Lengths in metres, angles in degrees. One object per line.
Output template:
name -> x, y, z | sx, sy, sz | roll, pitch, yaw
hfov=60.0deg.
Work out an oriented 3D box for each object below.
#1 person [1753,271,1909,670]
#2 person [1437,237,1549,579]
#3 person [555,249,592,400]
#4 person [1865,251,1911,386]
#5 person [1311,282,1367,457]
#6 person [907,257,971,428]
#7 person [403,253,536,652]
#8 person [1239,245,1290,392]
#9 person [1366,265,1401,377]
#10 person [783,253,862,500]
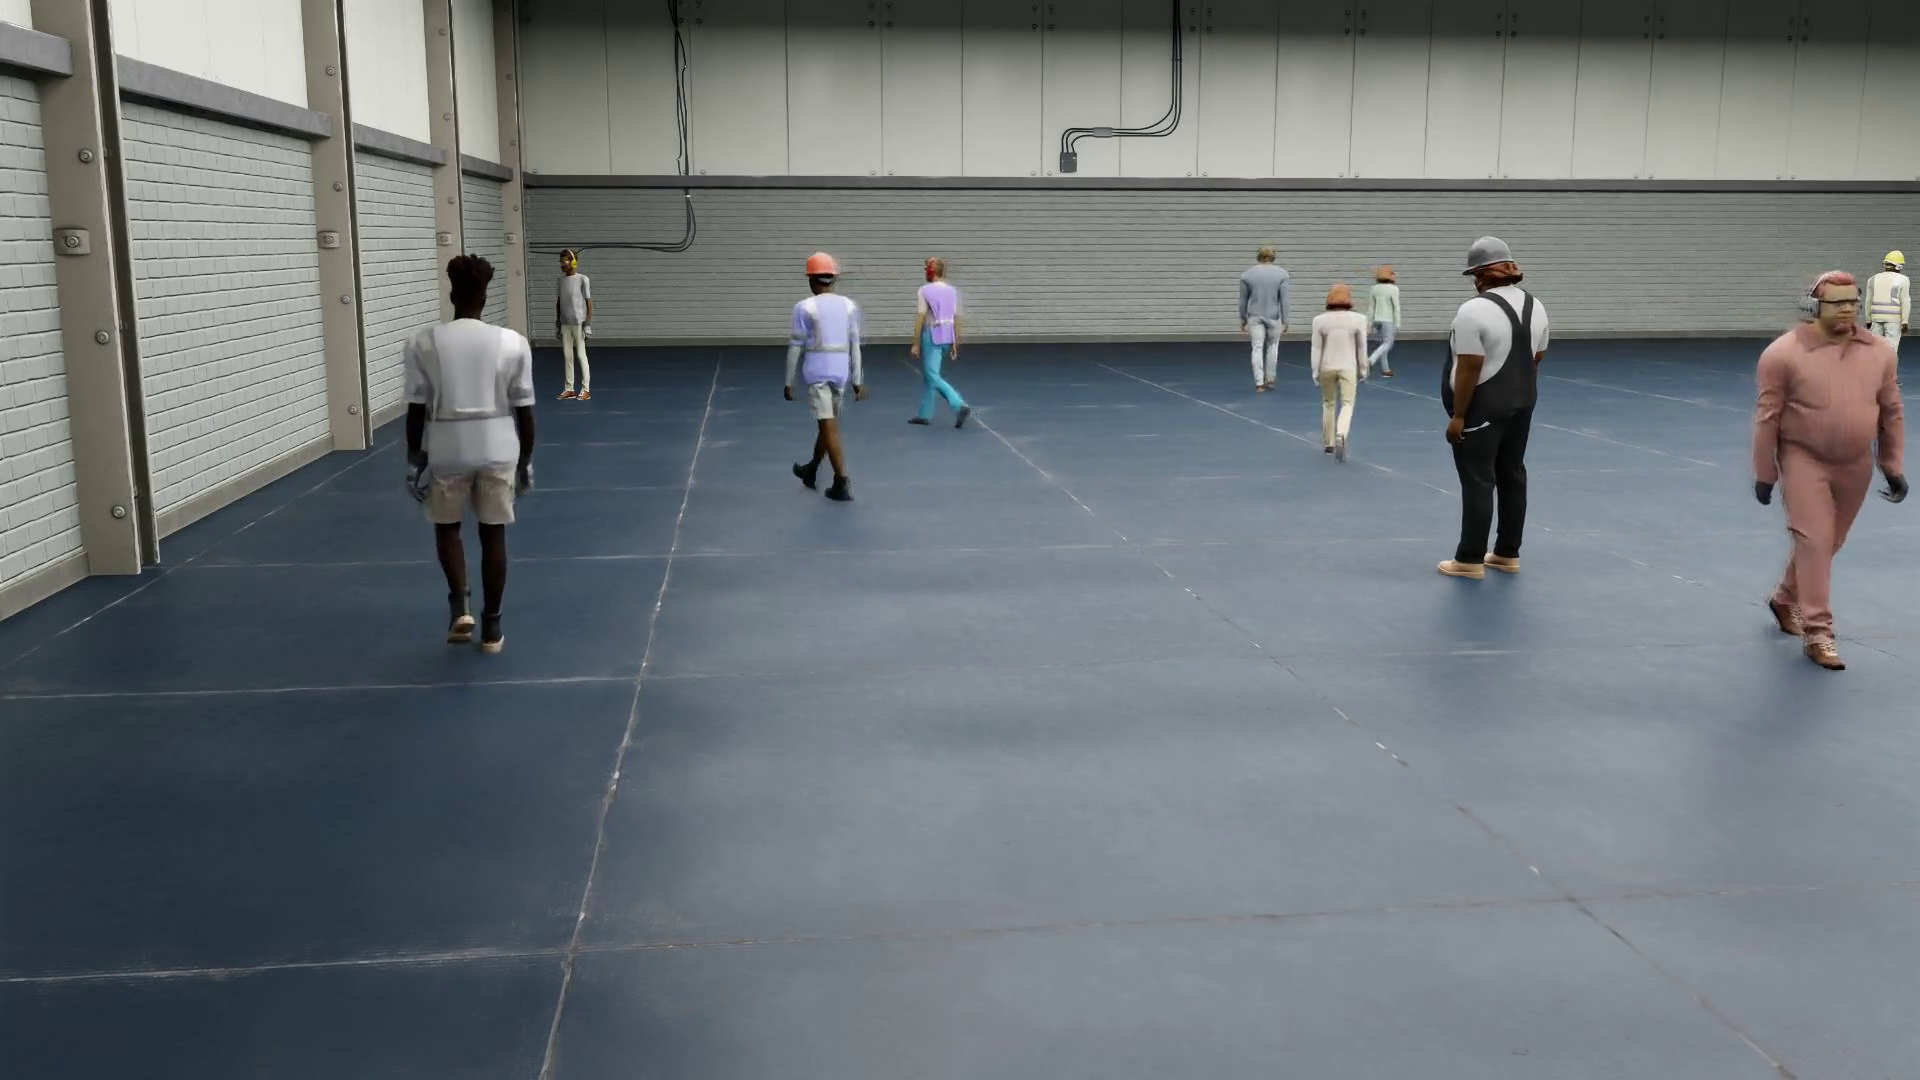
person -> 4.212, -0.377, 8.134 | 0.646, 1.874, 0.952 | 0, 10, -2
person -> 3.127, -0.796, 9.937 | 0.674, 2.000, 0.537 | -6, 12, -31
person -> -4.821, -2.670, 20.694 | 0.533, 1.864, 0.310 | 5, 11, 24
person -> 12.674, -3.022, 22.708 | 0.404, 1.830, 0.602 | -6, 12, -29
person -> 3.463, -1.553, 15.260 | 0.505, 1.610, 0.671 | 4, 11, 19
person -> -0.224, -2.102, 17.720 | 0.852, 1.821, 0.572 | 7, 12, 33
person -> -2.378, -0.416, 8.106 | 0.632, 1.944, 0.427 | -3, 11, -17
person -> 4.017, -2.918, 21.922 | 0.662, 1.906, 0.885 | 3, 11, 15
person -> 6.070, -3.137, 23.915 | 0.681, 1.612, 0.507 | -7, 12, -32
person -> -1.121, -1.283, 13.010 | 0.573, 1.888, 0.962 | -8, 13, -36
